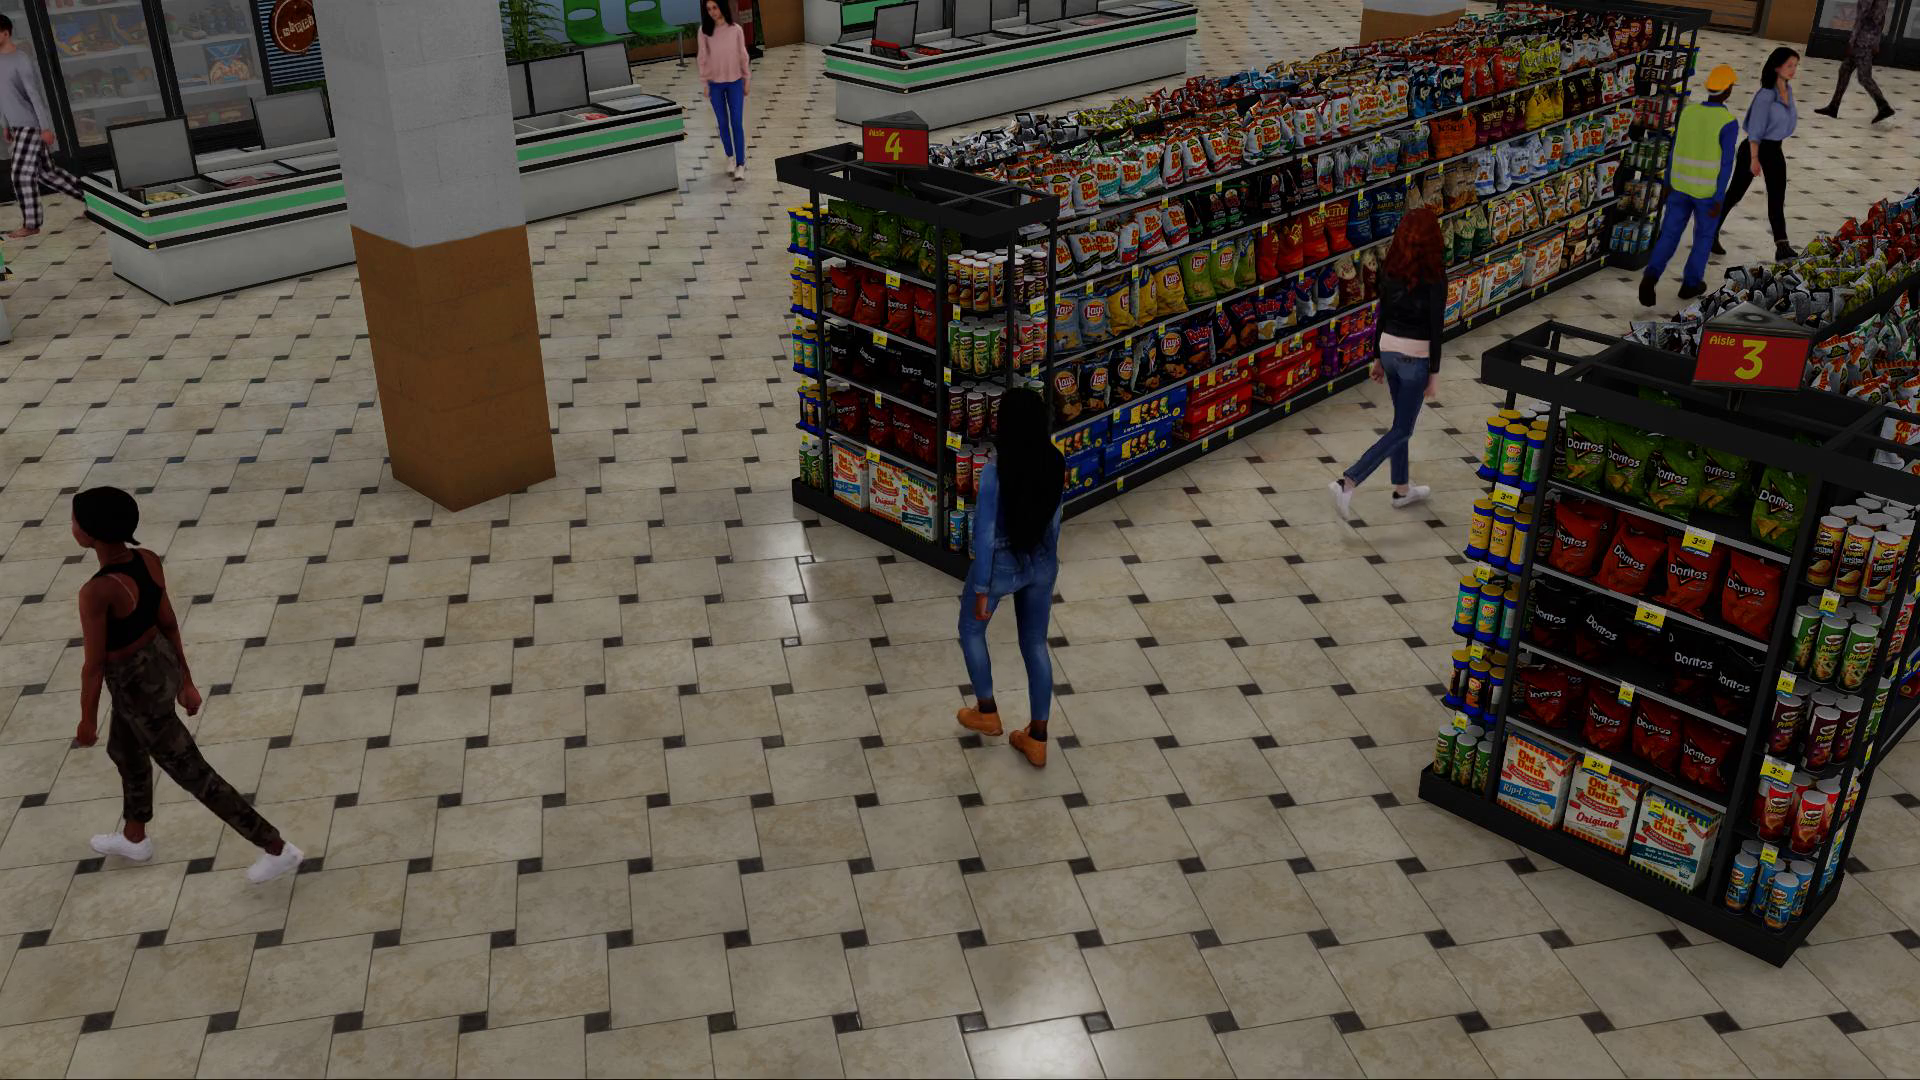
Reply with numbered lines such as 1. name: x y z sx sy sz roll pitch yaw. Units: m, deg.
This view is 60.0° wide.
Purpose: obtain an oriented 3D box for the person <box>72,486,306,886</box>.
1. person: -2.953 0.618 6.214 1.130 1.640 1.144 3 27 5

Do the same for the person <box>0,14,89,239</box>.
1. person: -7.903 -3.554 14.254 0.778 1.809 1.176 18 32 31

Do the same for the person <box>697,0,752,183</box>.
1. person: -2.253 -4.314 15.858 1.100 1.712 1.103 -3 27 -7

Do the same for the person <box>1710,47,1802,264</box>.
1. person: 6.389 -3.095 13.467 1.111 1.703 0.910 -16 31 -28

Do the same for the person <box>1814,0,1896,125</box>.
1. person: 9.784 -5.297 17.830 1.095 1.683 0.777 -18 32 -31

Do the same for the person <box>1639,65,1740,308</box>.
1. person: 5.430 -2.595 12.388 1.126 1.786 0.674 -23 35 -37

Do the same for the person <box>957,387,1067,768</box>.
1. person: 0.291 0.206 6.962 0.745 1.698 0.786 -16 31 -29

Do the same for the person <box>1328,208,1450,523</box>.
1. person: 2.367 -0.912 9.089 1.151 1.767 0.725 -17 32 -30
